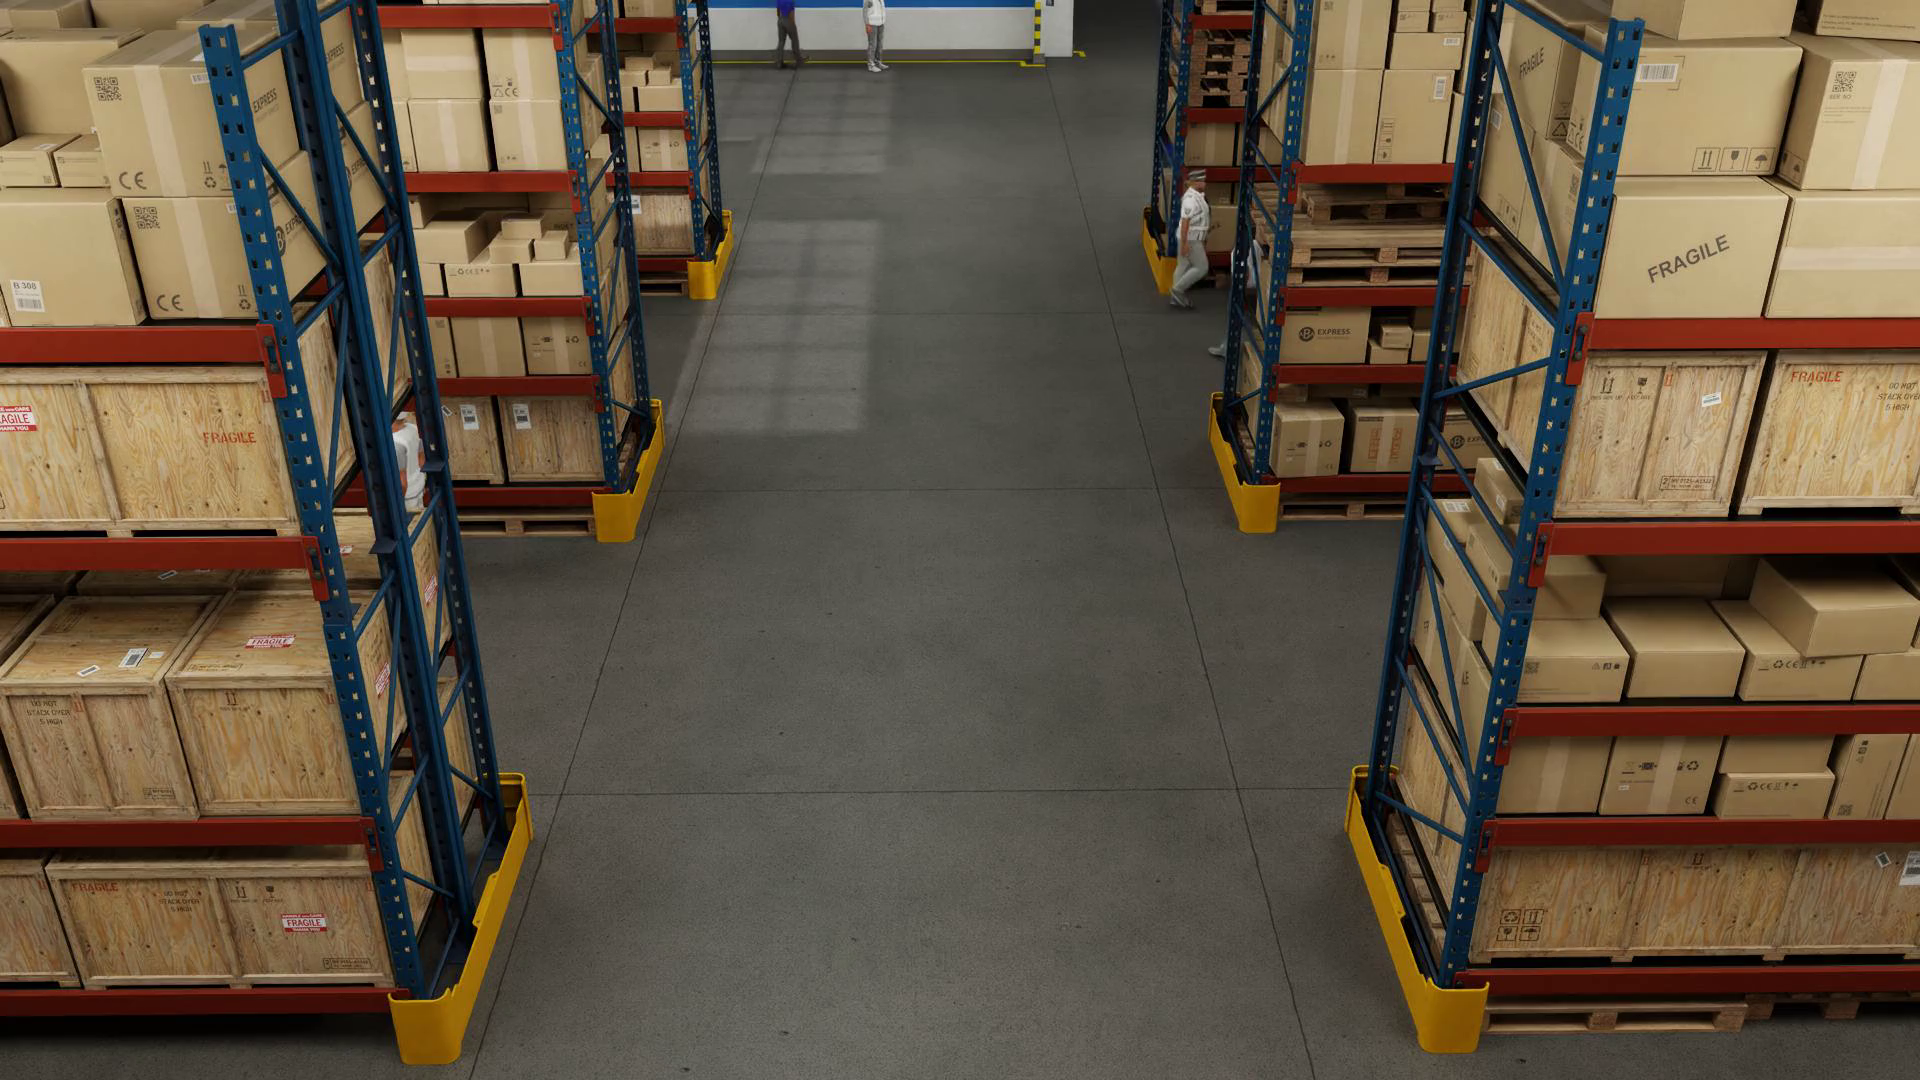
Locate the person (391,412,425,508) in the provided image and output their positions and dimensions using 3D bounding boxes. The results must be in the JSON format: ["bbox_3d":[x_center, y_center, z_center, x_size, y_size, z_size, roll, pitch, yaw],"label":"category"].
[{"bbox_3d":[-4.910,-0.418,14.655,0.378,1.794,0.549,1,28,3],"label":"person"}]

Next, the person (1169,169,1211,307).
[{"bbox_3d":[2.933,-3.807,20.986,0.482,1.743,0.589,6,29,11],"label":"person"}]

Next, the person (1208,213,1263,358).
[{"bbox_3d":[3.352,-3.002,19.479,0.684,1.763,0.605,17,33,29],"label":"person"}]

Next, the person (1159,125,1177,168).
[{"bbox_3d":[3.007,-5.533,24.303,0.604,1.655,0.476,-22,36,-35],"label":"person"}]

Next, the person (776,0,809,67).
[{"bbox_3d":[-3.433,-10.331,33.217,0.554,1.640,0.786,19,34,31],"label":"person"}]

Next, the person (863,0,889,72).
[{"bbox_3d":[-1.663,-10.196,32.865,0.384,1.774,0.530,15,32,26],"label":"person"}]
